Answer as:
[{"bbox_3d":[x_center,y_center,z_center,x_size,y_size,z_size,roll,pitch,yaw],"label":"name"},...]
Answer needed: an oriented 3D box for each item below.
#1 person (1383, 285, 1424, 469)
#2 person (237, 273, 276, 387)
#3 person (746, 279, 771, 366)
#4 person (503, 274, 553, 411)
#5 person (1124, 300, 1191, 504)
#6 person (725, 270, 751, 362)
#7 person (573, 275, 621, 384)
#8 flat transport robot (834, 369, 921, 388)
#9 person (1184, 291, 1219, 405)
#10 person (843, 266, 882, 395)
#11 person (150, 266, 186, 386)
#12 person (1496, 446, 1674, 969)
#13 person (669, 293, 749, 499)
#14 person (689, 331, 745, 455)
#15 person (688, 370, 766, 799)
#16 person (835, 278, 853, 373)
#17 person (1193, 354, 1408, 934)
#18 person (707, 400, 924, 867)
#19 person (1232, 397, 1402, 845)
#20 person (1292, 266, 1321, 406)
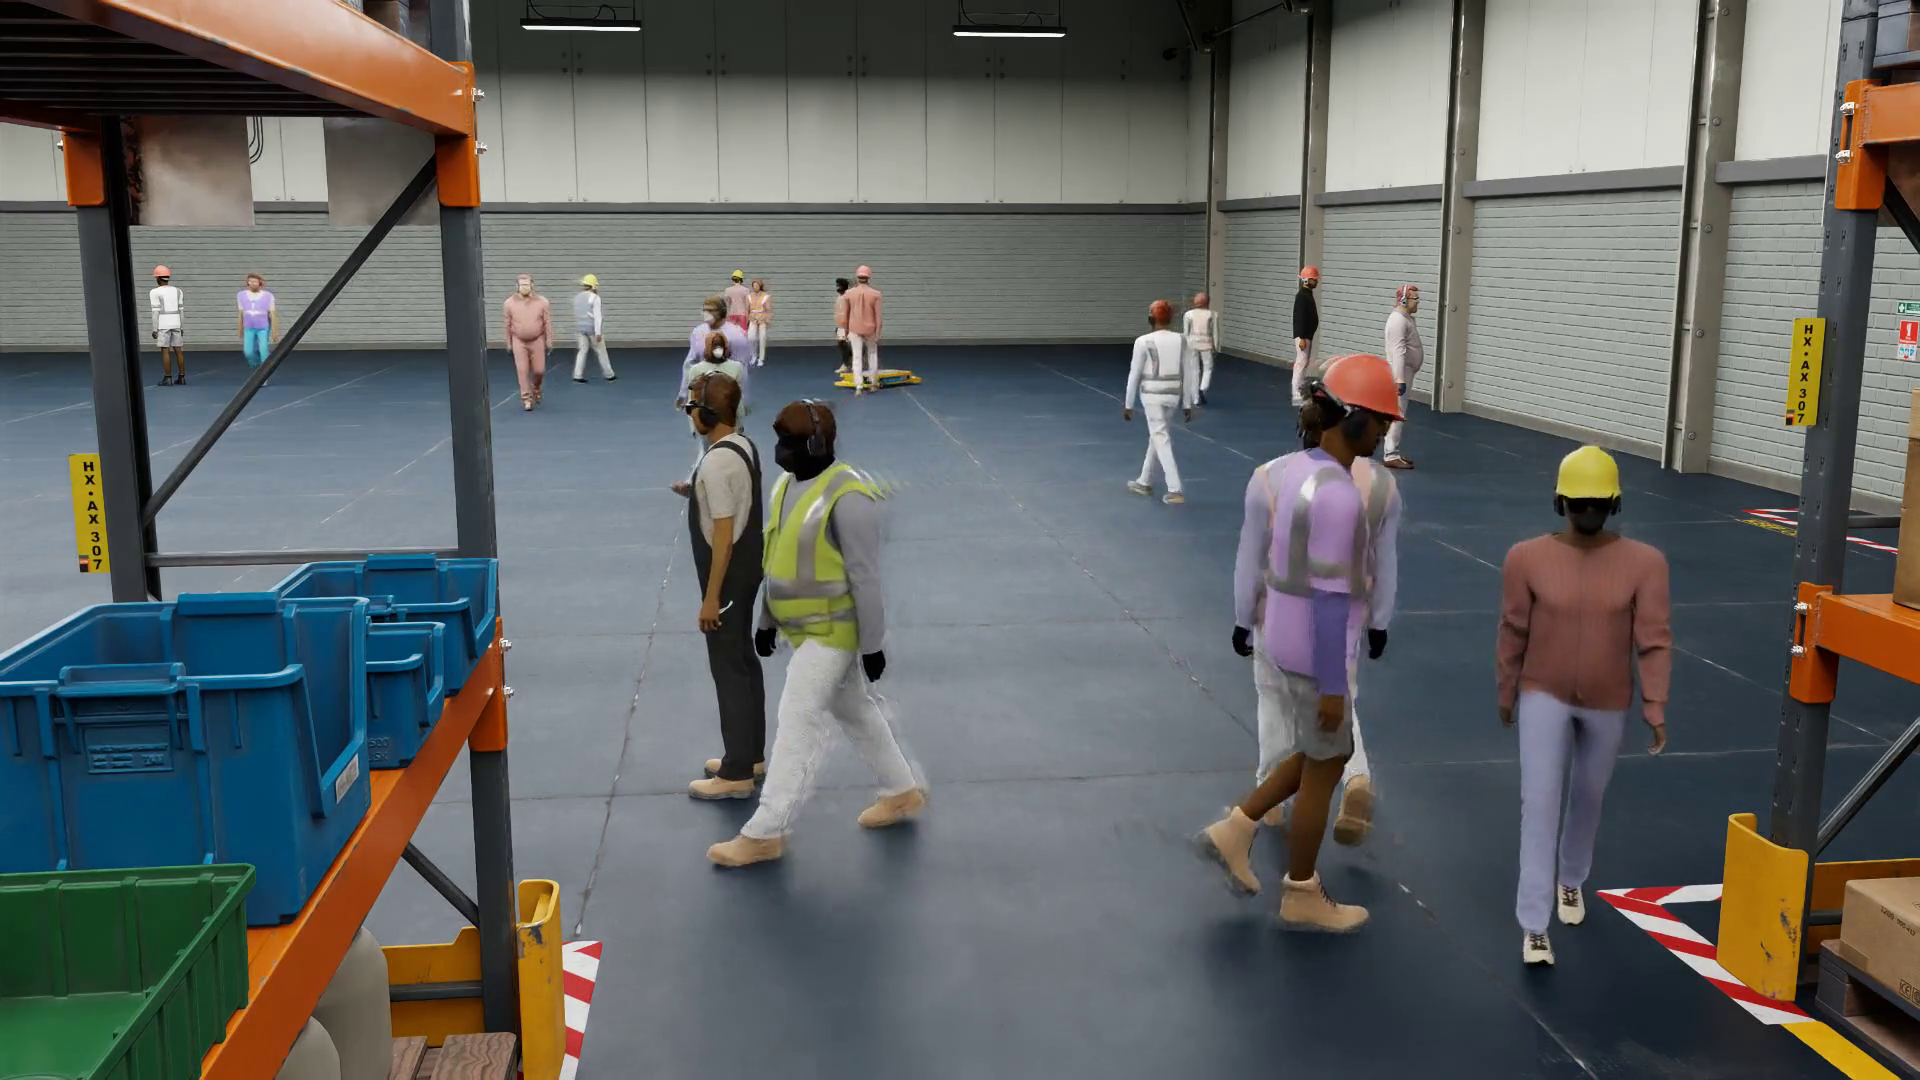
[{"bbox_3d":[4.632,-1.703,17.379,0.405,1.906,0.653,3,11,15],"label":"person"},{"bbox_3d":[-11.292,-3.369,26.708,0.609,1.830,0.459,-1,10,-6],"label":"person"},{"bbox_3d":[-3.758,-4.041,30.957,0.504,1.621,0.374,1,10,8],"label":"person"},{"bbox_3d":[-6.007,-2.751,23.155,0.666,1.888,0.492,-3,11,-16],"label":"person"},{"bbox_3d":[1.812,-1.266,15.191,0.596,1.835,0.980,-5,12,-27],"label":"person"},{"bbox_3d":[-4.269,-4.315,32.085,0.525,1.769,0.313,1,10,7],"label":"person"},{"bbox_3d":[-6.025,-3.454,27.315,0.615,1.790,0.844,8,13,37],"label":"person"},{"bbox_3d":[-1.321,-2.610,26.833,0.652,0.197,1.431,7,13,35],"label":"flat transport robot"},{"bbox_3d":[3.425,-2.719,23.710,0.518,1.628,0.436,3,11,18],"label":"person"},{"bbox_3d":[-1.491,-3.240,25.695,0.628,1.942,1.002,1,10,3],"label":"person"},{"bbox_3d":[-12.835,-3.458,26.920,0.366,1.935,0.546,6,12,30],"label":"person"},{"bbox_3d":[2.072,0.545,5.555,0.538,1.722,0.888,3,11,15],"label":"person"},{"bbox_3d":[-2.290,-1.305,15.240,1.052,1.875,0.645,-10,14,-44],"label":"person"},{"bbox_3d":[-2.107,-1.024,14.512,0.519,1.581,0.860,-3,11,-18],"label":"person"},{"bbox_3d":[-1.008,0.194,7.151,0.330,1.842,0.519,1,10,7],"label":"person"},{"bbox_3d":[-2.038,-3.773,29.333,0.391,1.688,0.536,-4,11,-22],"label":"person"},{"bbox_3d":[1.193,0.376,5.675,0.594,2.016,0.649,0,10,1],"label":"person"},{"bbox_3d":[-0.537,0.335,6.543,0.975,1.794,0.644,-6,12,-28],"label":"person"},{"bbox_3d":[1.414,0.313,6.589,0.648,1.815,0.687,-1,10,-6],"label":"person"},{"bbox_3d":[4.938,-2.905,23.724,0.391,1.992,0.623,4,11,20],"label":"person"}]
